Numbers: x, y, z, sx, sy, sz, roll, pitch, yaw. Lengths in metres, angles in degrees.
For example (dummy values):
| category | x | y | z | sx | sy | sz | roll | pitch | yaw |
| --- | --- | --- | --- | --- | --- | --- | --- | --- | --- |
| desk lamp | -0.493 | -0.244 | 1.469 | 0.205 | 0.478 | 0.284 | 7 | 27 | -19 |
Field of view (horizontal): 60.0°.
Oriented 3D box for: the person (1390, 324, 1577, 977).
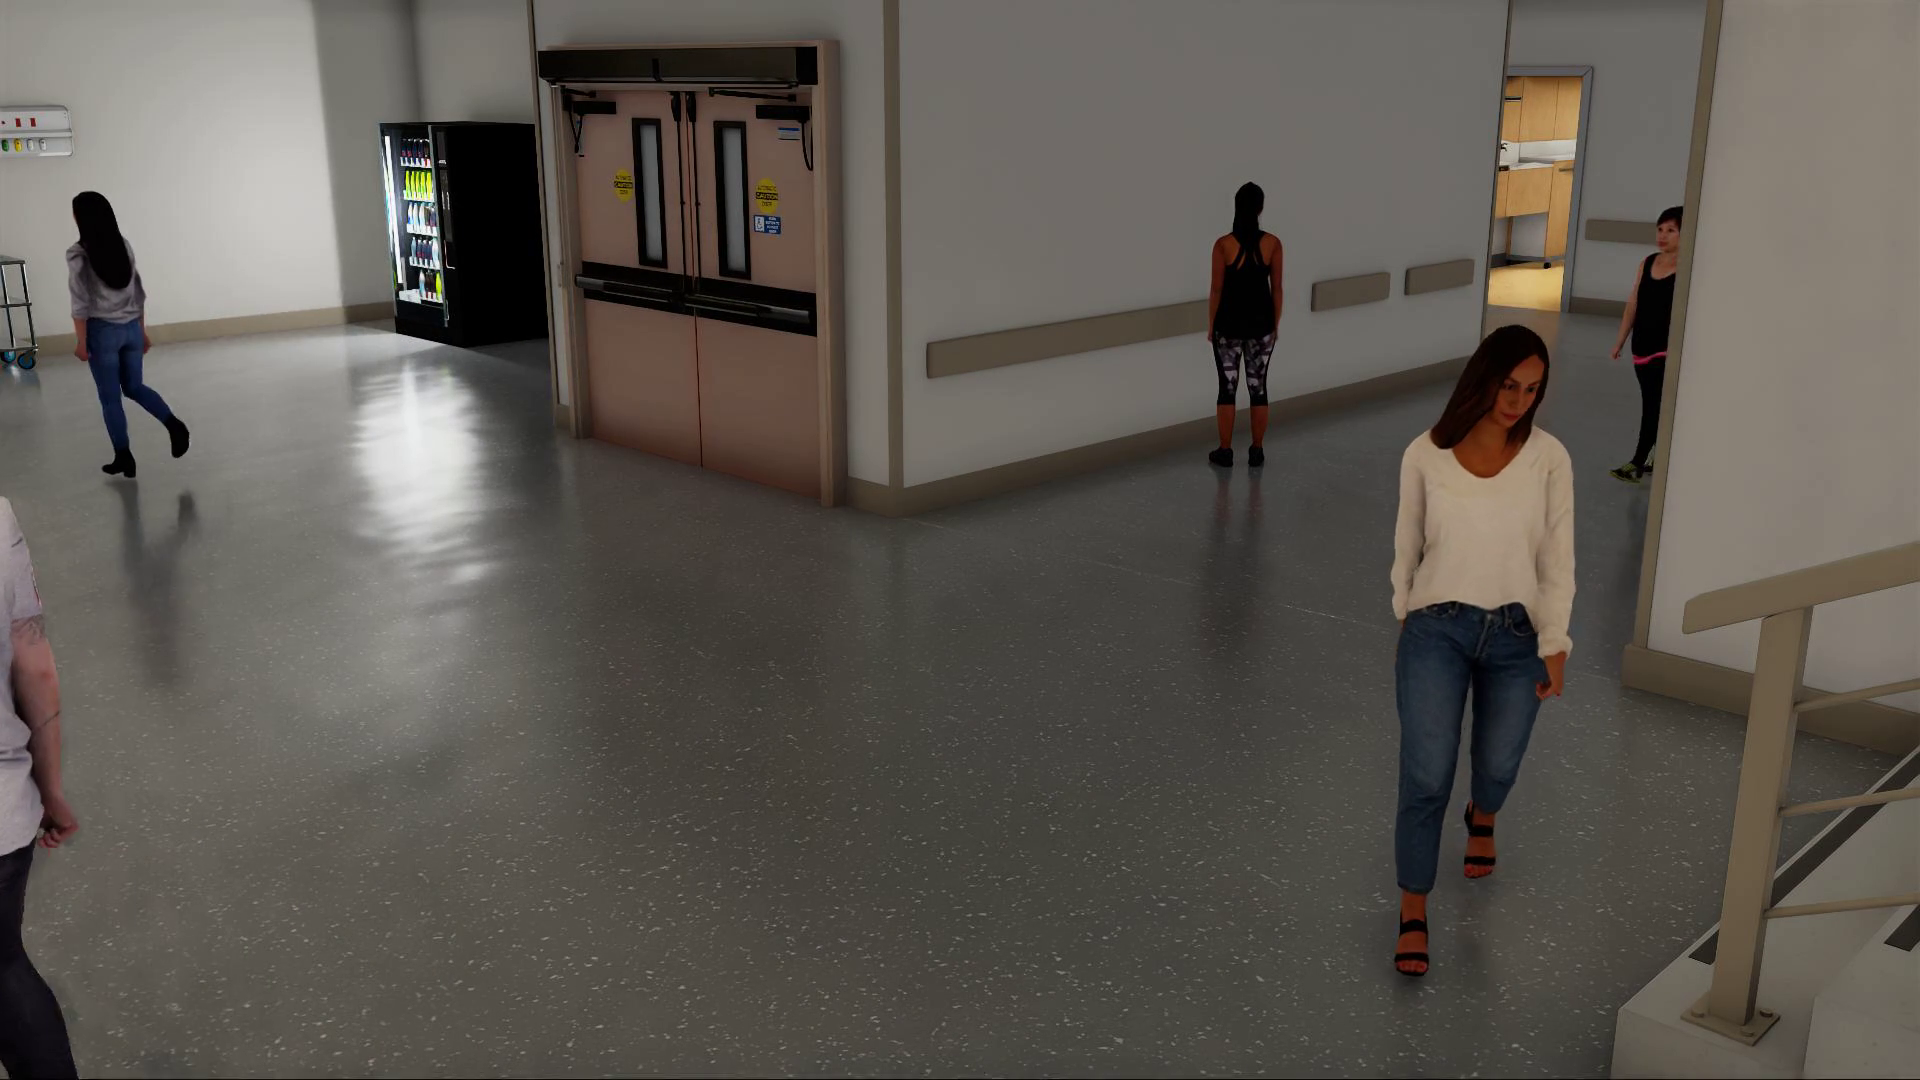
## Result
| category | x | y | z | sx | sy | sz | roll | pitch | yaw |
| --- | --- | --- | --- | --- | --- | --- | --- | --- | --- |
| person | 1.375 | 0.257 | 4.396 | 1.042 | 1.642 | 0.983 | 4 | 16 | 15 |

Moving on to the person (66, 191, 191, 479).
| category | x | y | z | sx | sy | sz | roll | pitch | yaw |
| --- | --- | --- | --- | --- | --- | --- | --- | --- | --- |
| person | -4.718 | -1.143 | 9.403 | 0.922 | 1.620 | 0.802 | 6 | 17 | 19 |

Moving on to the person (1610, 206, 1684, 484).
| category | x | y | z | sx | sy | sz | roll | pitch | yaw |
| --- | --- | --- | --- | --- | --- | --- | --- | --- | --- |
| person | 4.009 | -1.094 | 9.402 | 0.763 | 1.526 | 0.884 | -8 | 18 | -26 |

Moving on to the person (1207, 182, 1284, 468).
| category | x | y | z | sx | sy | sz | roll | pitch | yaw |
| --- | --- | --- | --- | --- | --- | --- | --- | --- | --- |
| person | 1.666 | -1.262 | 9.748 | 0.651 | 1.661 | 0.700 | -1 | 16 | -3 |
